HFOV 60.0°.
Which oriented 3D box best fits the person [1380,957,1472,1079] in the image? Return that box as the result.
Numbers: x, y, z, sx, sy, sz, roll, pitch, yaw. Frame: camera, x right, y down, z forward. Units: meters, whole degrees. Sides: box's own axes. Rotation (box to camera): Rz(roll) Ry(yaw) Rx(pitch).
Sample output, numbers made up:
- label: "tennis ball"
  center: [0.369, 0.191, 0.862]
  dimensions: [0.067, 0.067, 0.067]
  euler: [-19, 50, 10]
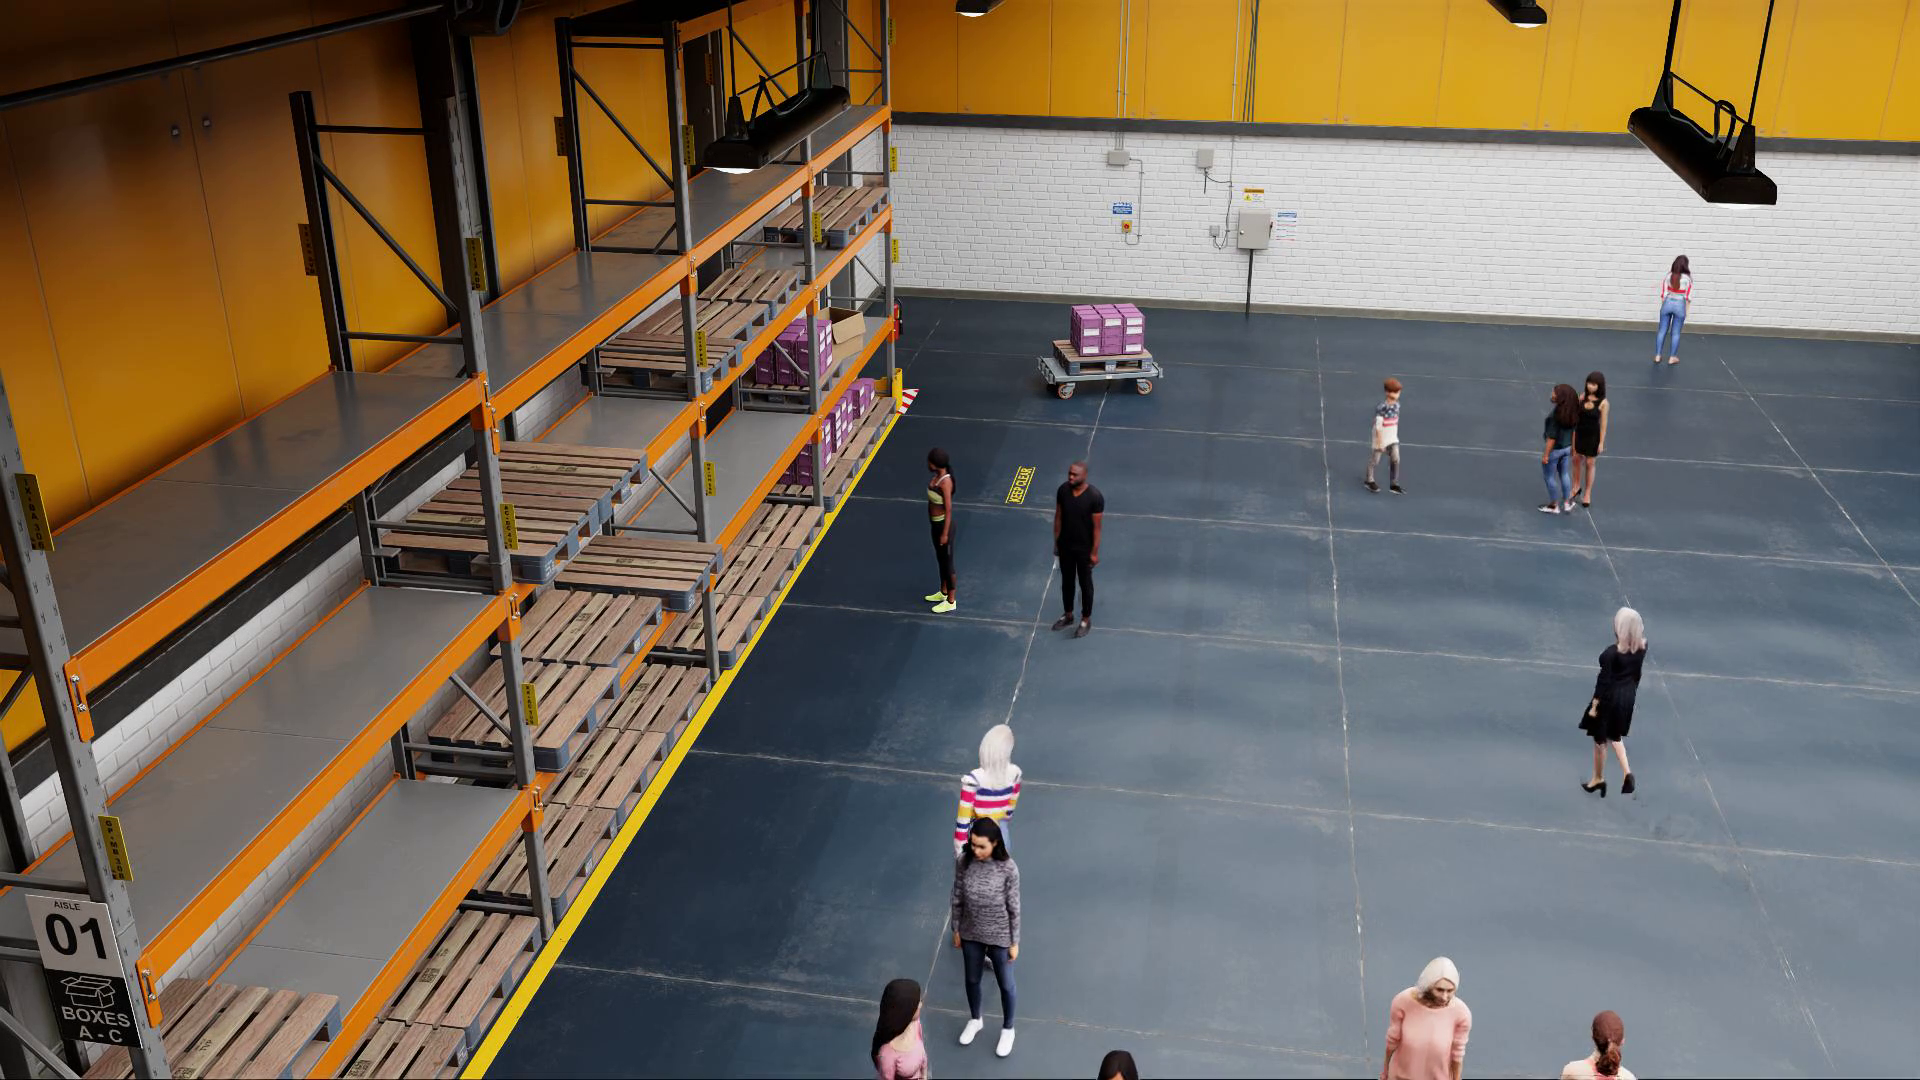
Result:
- label: "person"
  center: [2.683, 3.061, 9.658]
  dimensions: [0.662, 1.690, 1.086]
  euler: [6, 24, 14]

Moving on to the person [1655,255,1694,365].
- label: "person"
  center: [10.554, -3.424, 24.590]
  dimensions: [0.663, 1.612, 0.659]
  euler: [17, 29, 34]

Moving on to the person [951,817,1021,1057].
- label: "person"
  center: [0.187, 2.538, 10.804]
  dimensions: [0.653, 1.731, 0.586]
  euler: [8, 25, 18]

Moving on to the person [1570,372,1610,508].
- label: "person"
  center: [7.358, -1.197, 19.455]
  dimensions: [0.747, 1.645, 0.687]
  euler: [-18, 29, -35]

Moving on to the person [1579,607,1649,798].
- label: "person"
  center: [5.348, 1.378, 13.453]
  dimensions: [0.823, 1.735, 0.908]
  euler: [-11, 26, -24]

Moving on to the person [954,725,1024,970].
- label: "person"
  center: [0.188, 2.177, 11.591]
  dimensions: [0.940, 1.761, 1.031]
  euler: [-13, 27, -28]

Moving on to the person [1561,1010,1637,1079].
- label: "person"
  center: [3.362, 3.359, 8.960]
  dimensions: [0.554, 1.702, 1.132]
  euler: [3, 24, 7]

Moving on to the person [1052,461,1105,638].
- label: "person"
  center: [1.163, 0.061, 16.362]
  dimensions: [0.738, 1.818, 0.698]
  euler: [15, 28, 31]

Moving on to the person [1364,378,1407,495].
- label: "person"
  center: [5.034, -1.257, 19.875]
  dimensions: [0.771, 1.418, 0.865]
  euler: [-11, 26, -23]

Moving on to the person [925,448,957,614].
- label: "person"
  center: [-0.162, -0.121, 16.857]
  dimensions: [0.693, 1.754, 0.566]
  euler: [-5, 24, -11]

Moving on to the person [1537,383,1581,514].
- label: "person"
  center: [6.928, -1.052, 19.188]
  dimensions: [0.843, 1.593, 0.911]
  euler: [-11, 26, -24]

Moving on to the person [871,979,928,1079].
- label: "person"
  center: [-0.345, 3.177, 9.332]
  dimensions: [0.843, 1.739, 0.665]
  euler: [20, 31, 38]
